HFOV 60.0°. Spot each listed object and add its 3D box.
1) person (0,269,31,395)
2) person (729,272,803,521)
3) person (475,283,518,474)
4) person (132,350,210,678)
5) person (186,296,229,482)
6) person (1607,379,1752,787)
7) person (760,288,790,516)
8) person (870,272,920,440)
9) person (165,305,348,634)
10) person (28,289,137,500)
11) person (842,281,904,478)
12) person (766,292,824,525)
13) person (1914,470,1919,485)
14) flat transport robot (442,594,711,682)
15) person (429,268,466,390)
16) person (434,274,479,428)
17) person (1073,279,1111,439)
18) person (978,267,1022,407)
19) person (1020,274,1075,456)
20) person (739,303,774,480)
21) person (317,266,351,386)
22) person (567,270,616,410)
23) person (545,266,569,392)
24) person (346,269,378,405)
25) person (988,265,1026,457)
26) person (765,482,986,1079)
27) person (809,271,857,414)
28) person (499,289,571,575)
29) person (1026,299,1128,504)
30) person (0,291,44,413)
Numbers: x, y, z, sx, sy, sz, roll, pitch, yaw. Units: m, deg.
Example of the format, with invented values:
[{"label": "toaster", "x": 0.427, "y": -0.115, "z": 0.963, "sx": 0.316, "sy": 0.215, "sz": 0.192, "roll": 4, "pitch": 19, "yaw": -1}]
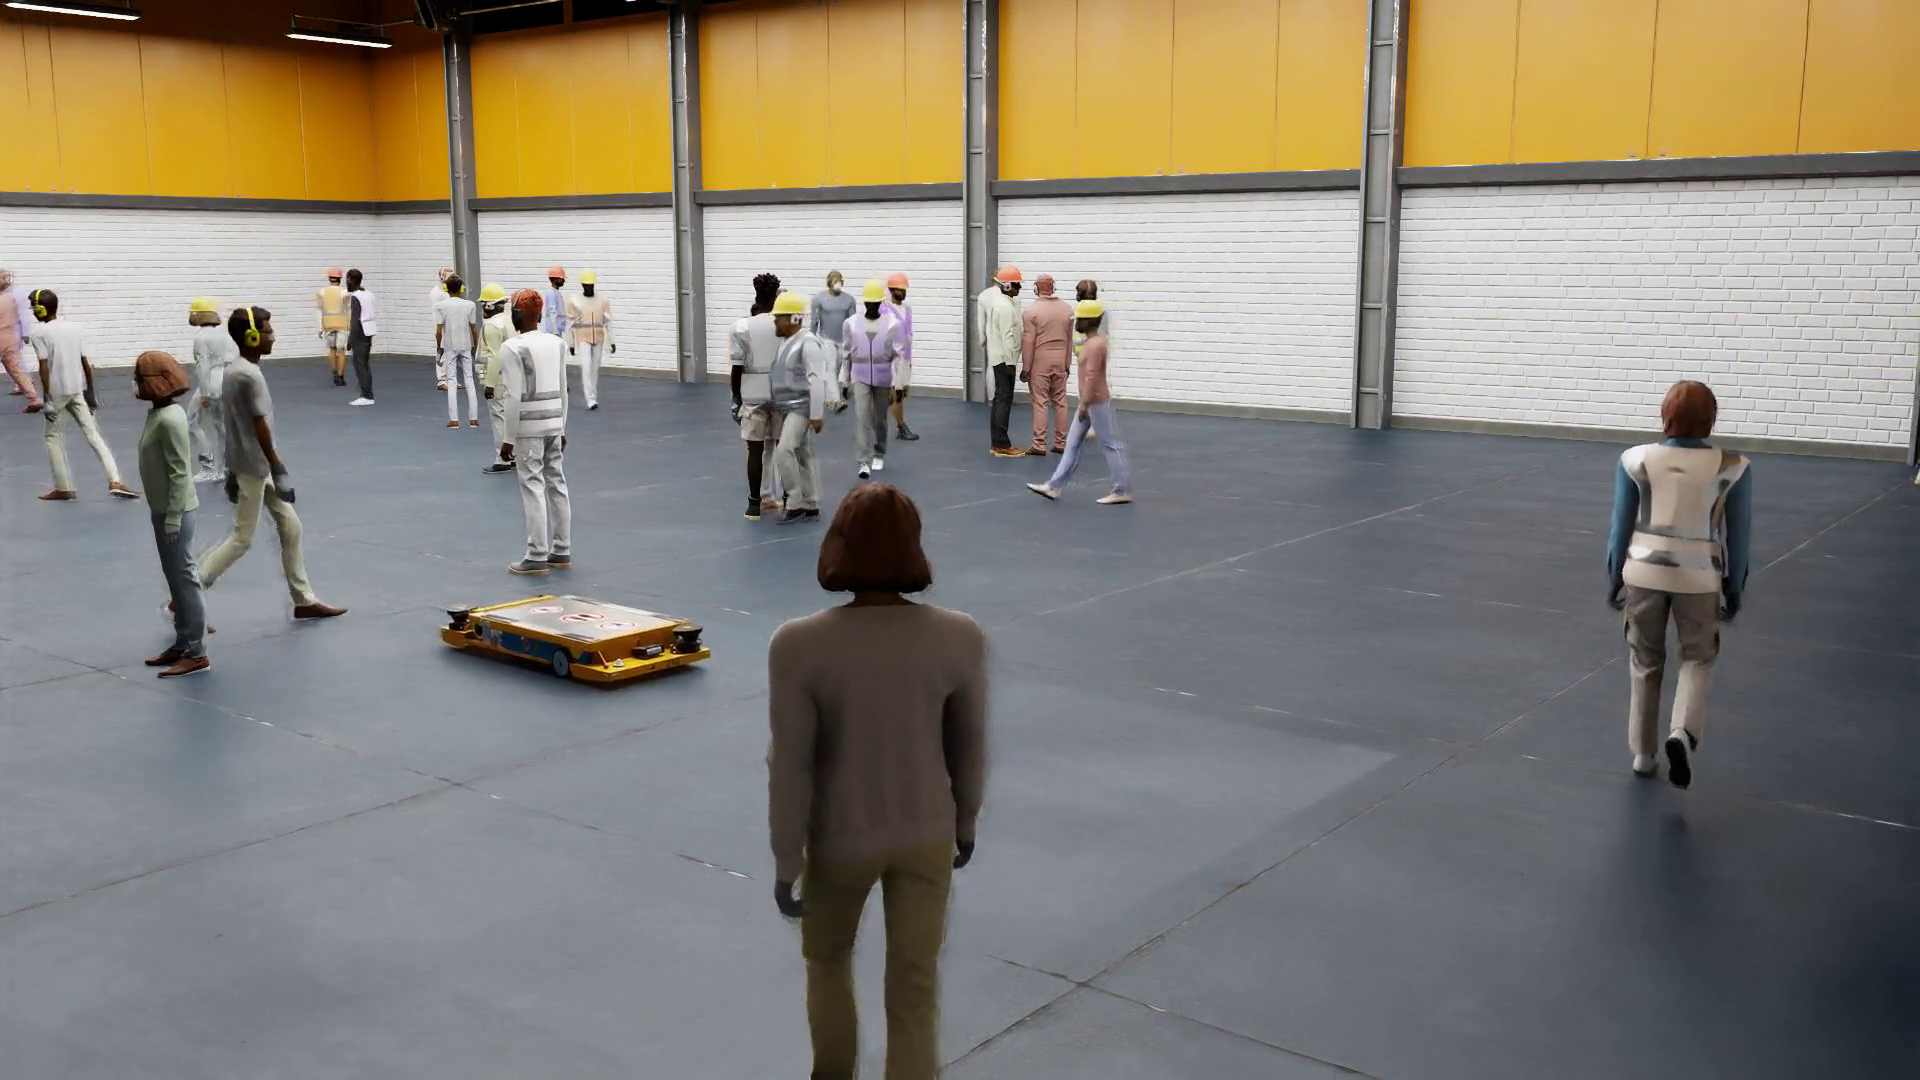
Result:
[{"label": "person", "x": -14.238, "y": -3.102, "z": 24.904, "sx": 0.645, "sy": 1.892, "sz": 0.559, "roll": 7, "pitch": 12, "yaw": 34}, {"label": "person", "x": -1.524, "y": -1.132, "z": 13.209, "sx": 0.610, "sy": 1.965, "sz": 0.363, "roll": -2, "pitch": 10, "yaw": -12}, {"label": "person", "x": -4.460, "y": -1.550, "z": 16.034, "sx": 0.404, "sy": 1.830, "sz": 0.602, "roll": 1, "pitch": 10, "yaw": 4}, {"label": "person", "x": -3.983, "y": -0.135, "z": 8.366, "sx": 0.286, "sy": 1.636, "sz": 0.497, "roll": -7, "pitch": 12, "yaw": -35}, {"label": "person", "x": -6.937, "y": -1.370, "z": 15.300, "sx": 0.545, "sy": 1.725, "sz": 0.500, "roll": 1, "pitch": 10, "yaw": 3}, {"label": "person", "x": 2.808, "y": 0.187, "z": 6.548, "sx": 0.520, "sy": 1.624, "sz": 0.522, "roll": 5, "pitch": 11, "yaw": 28}, {"label": "person", "x": -1.467, "y": -1.119, "z": 13.504, "sx": 0.429, "sy": 1.840, "sz": 0.633, "roll": -8, "pitch": 13, "yaw": -40}, {"label": "person", "x": -0.776, "y": -2.105, "z": 19.031, "sx": 0.757, "sy": 1.918, "sz": 0.549, "roll": 8, "pitch": 13, "yaw": 39}, {"label": "person", "x": -4.013, "y": -0.396, "z": 9.333, "sx": 0.927, "sy": 1.833, "sz": 0.516, "roll": -5, "pitch": 11, "yaw": -27}, {"label": "person", "x": -7.552, "y": -1.229, "z": 14.220, "sx": 0.743, "sy": 1.829, "sz": 0.585, "roll": 5, "pitch": 11, "yaw": 26}, {"label": "person", "x": -0.832, "y": -1.544, "z": 15.940, "sx": 0.603, "sy": 1.862, "sz": 1.001, "roll": 0, "pitch": 10, "yaw": -1}, {"label": "person", "x": -1.349, "y": -1.023, "z": 13.037, "sx": 0.621, "sy": 1.811, "sz": 0.601, "roll": -5, "pitch": 11, "yaw": -26}, {"label": "person", "x": 9.148, "y": -1.353, "z": 15.036, "sx": 0.989, "sy": 1.790, "sz": 0.644, "roll": 0, "pitch": 10, "yaw": 2}, {"label": "flat transport robot", "x": -2.029, "y": 0.488, "z": 8.707, "sx": 1.431, "sy": 0.197, "sz": 0.652, "roll": 8, "pitch": 13, "yaw": 39}, {"label": "person", "x": -7.970, "y": -3.278, "z": 25.913, "sx": 0.401, "sy": 1.903, "sz": 0.645, "roll": 2, "pitch": 10, "yaw": 12}, {"label": "person", "x": -6.129, "y": -2.294, "z": 20.254, "sx": 0.513, "sy": 1.872, "sz": 0.331, "roll": -4, "pitch": 11, "yaw": -24}, {"label": "person", "x": 1.486, "y": -2.049, "z": 18.955, "sx": 0.450, "sy": 1.827, "sz": 0.659, "roll": -1, "pitch": 10, "yaw": -8}, {"label": "person", "x": 0.562, "y": -2.813, "z": 23.081, "sx": 0.635, "sy": 1.939, "sz": 0.352, "roll": 4, "pitch": 10, "yaw": 21}, {"label": "person", "x": 0.893, "y": -1.839, "z": 17.512, "sx": 0.643, "sy": 1.905, "sz": 0.399, "roll": -6, "pitch": 12, "yaw": -32}, {"label": "person", "x": -1.872, "y": -1.420, "z": 15.684, "sx": 0.546, "sy": 1.684, "sz": 0.544, "roll": -1, "pitch": 10, "yaw": -7}, {"label": "person", "x": -10.028, "y": -3.449, "z": 26.850, "sx": 0.565, "sy": 1.909, "sz": 0.727, "roll": -1, "pitch": 10, "yaw": -5}, {"label": "person", "x": -4.969, "y": -2.695, "z": 22.553, "sx": 0.591, "sy": 1.890, "sz": 0.919, "roll": -6, "pitch": 11, "yaw": -31}, {"label": "person", "x": -6.162, "y": -3.227, "z": 25.490, "sx": 0.374, "sy": 1.935, "sz": 0.552, "roll": -2, "pitch": 10, "yaw": -10}, {"label": "person", "x": -8.416, "y": -2.833, "z": 23.402, "sx": 0.401, "sy": 1.874, "sz": 0.642, "roll": -1, "pitch": 10, "yaw": -3}, {"label": "person", "x": 0.494, "y": -1.866, "z": 17.397, "sx": 0.390, "sy": 1.992, "sz": 0.624, "roll": -1, "pitch": 10, "yaw": -7}, {"label": "person", "x": -0.199, "y": 0.663, "z": 3.783, "sx": 0.517, "sy": 1.603, "sz": 0.686, "roll": -3, "pitch": 10, "yaw": -15}, {"label": "person", "x": -1.656, "y": -2.644, "z": 22.248, "sx": 0.647, "sy": 1.887, "sz": 1.000, "roll": -5, "pitch": 11, "yaw": -28}, {"label": "person", "x": -2.808, "y": -0.707, "z": 10.980, "sx": 0.359, "sy": 1.882, "sz": 0.575, "roll": 5, "pitch": 11, "yaw": 28}, {"label": "person", "x": 1.020, "y": -1.150, "z": 14.002, "sx": 0.877, "sy": 1.717, "sz": 0.547, "roll": -1, "pitch": 10, "yaw": -3}, {"label": "person", "x": -12.699, "y": -2.579, "z": 21.978, "sx": 1.002, "sy": 1.862, "sz": 0.643, "roll": 1, "pitch": 10, "yaw": 3}]
